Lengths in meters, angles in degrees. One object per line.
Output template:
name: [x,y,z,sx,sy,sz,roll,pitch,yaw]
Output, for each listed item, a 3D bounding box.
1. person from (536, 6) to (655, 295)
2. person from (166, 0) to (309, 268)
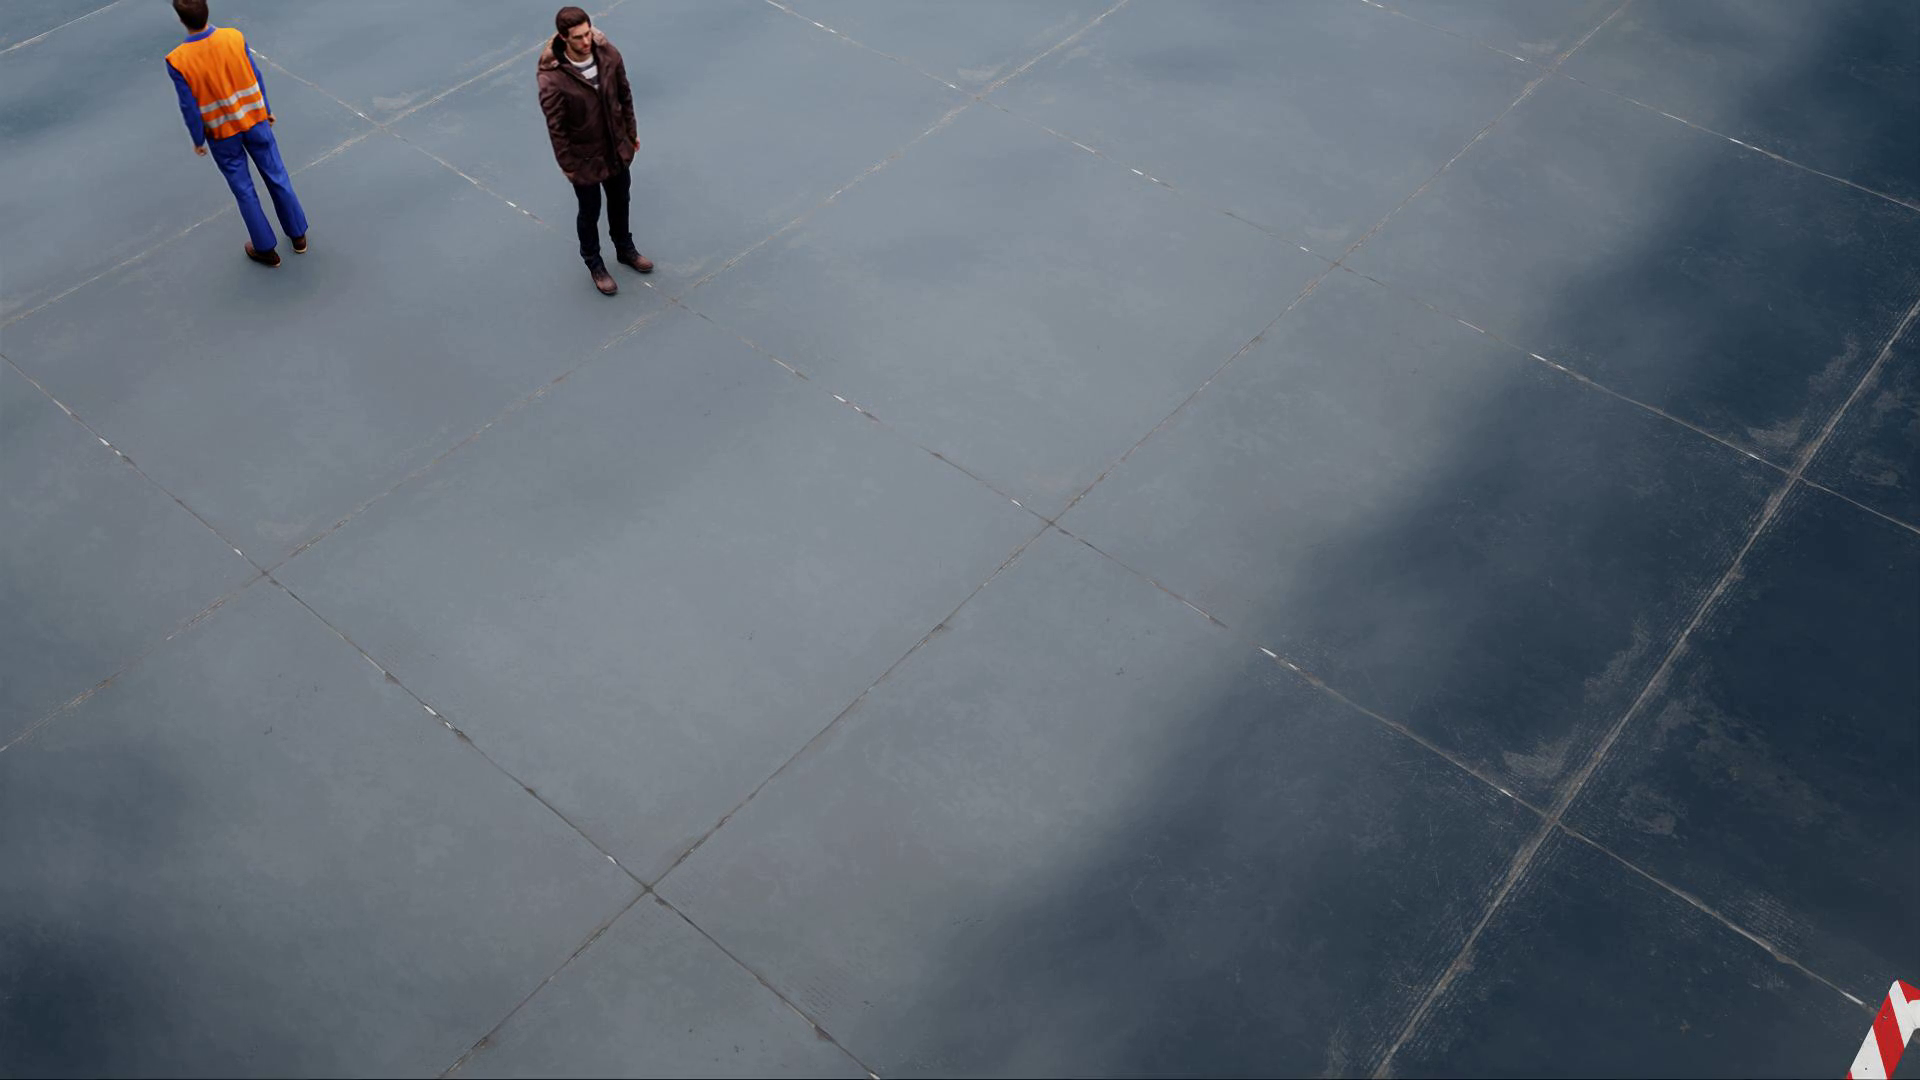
person: [-2.192,-2.358,9.986,0.676,1.848,0.759,35,56,28]
person: [-4.406,-2.506,10.112,0.696,1.864,0.622,-36,57,-28]
